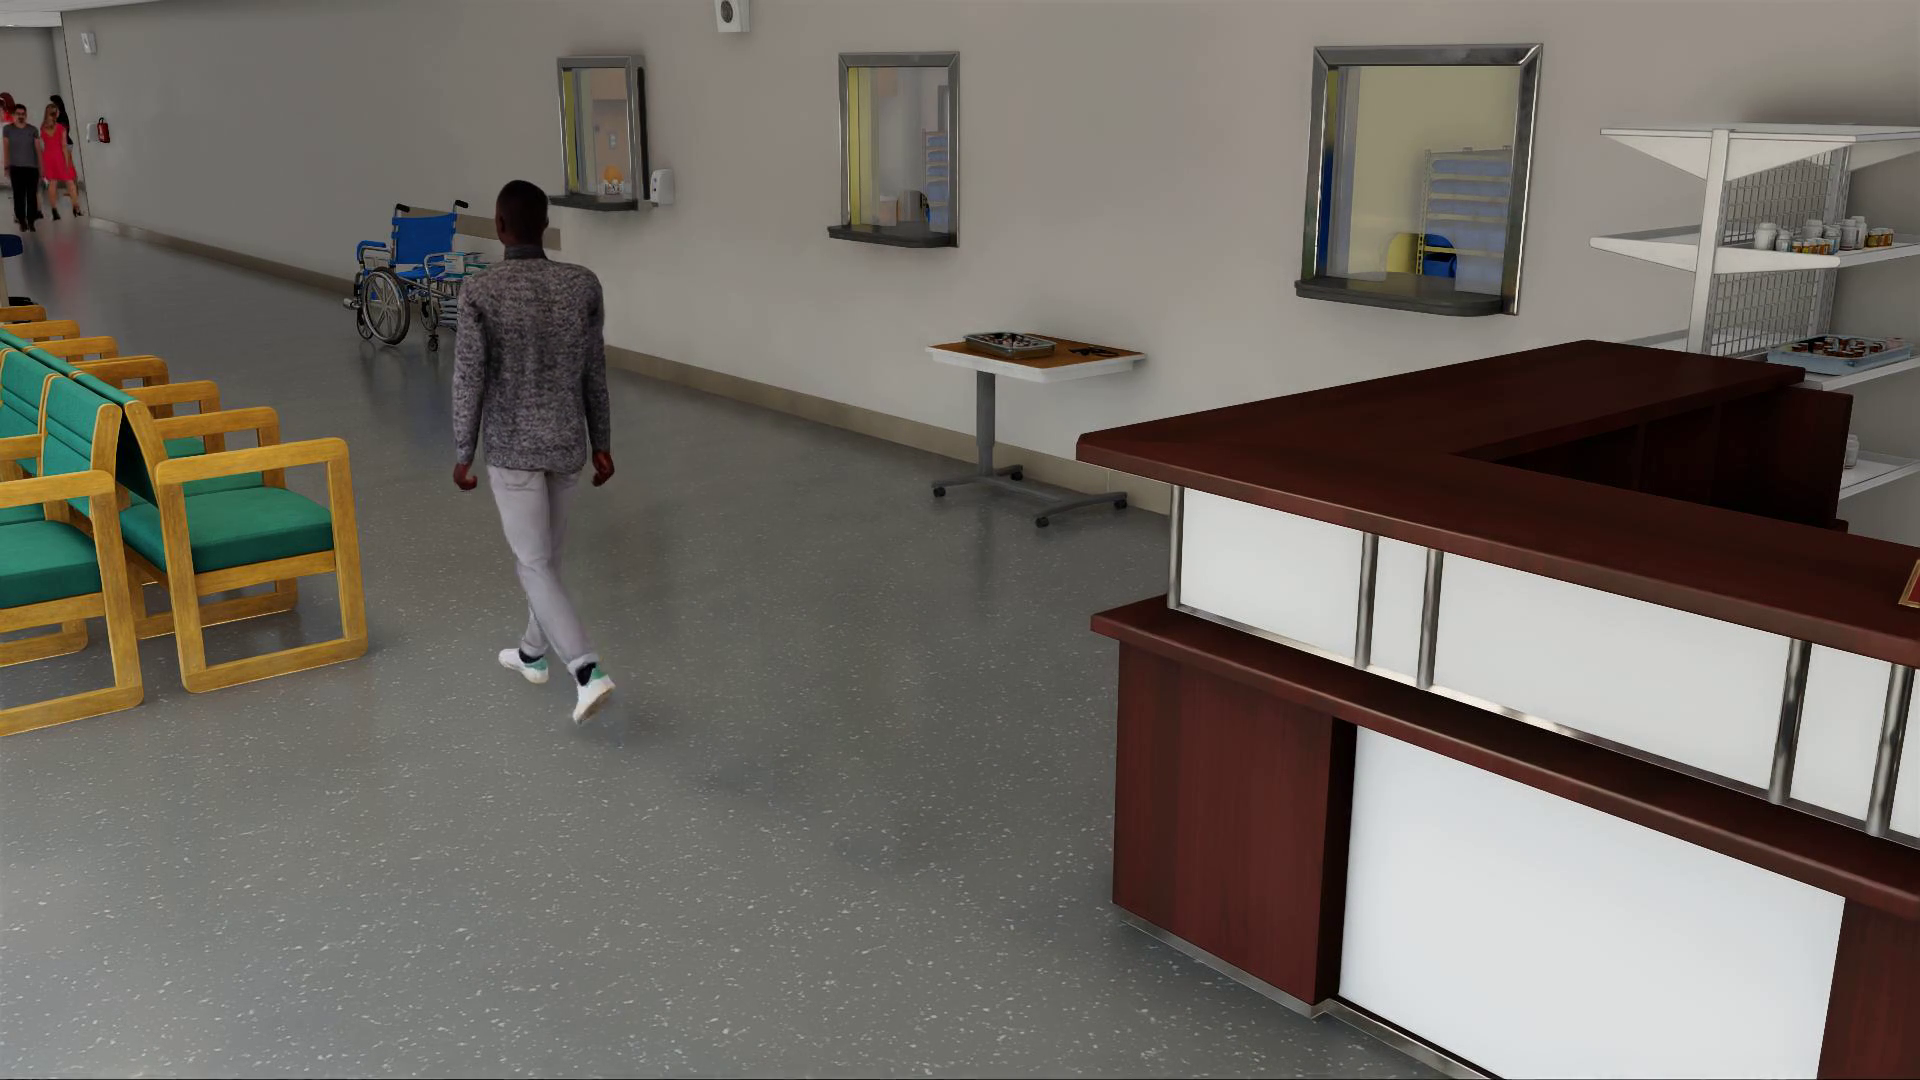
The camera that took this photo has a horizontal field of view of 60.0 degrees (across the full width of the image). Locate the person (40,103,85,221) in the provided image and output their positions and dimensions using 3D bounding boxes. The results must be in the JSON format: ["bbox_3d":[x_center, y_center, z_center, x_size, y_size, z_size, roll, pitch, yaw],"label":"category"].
[{"bbox_3d":[-13.649,-5.678,25.024,0.901,1.704,0.947,0,16,1],"label":"person"}]

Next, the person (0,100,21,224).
[{"bbox_3d":[-13.805,-5.466,24.174,0.994,1.758,1.003,1,16,2],"label":"person"}]

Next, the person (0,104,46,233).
[{"bbox_3d":[-13.027,-5.155,23.123,0.829,1.730,0.716,-11,19,-33],"label":"person"}]

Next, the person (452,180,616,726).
[{"bbox_3d":[-1.402,-0.269,5.635,1.070,1.816,0.748,-13,21,-40],"label":"person"}]

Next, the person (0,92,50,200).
[{"bbox_3d":[-16.513,-6.921,29.243,0.705,1.808,1.040,13,20,39],"label":"person"}]

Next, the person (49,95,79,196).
[{"bbox_3d":[-16.246,-7.165,30.184,0.650,1.766,0.650,-5,16,-16],"label":"person"}]
